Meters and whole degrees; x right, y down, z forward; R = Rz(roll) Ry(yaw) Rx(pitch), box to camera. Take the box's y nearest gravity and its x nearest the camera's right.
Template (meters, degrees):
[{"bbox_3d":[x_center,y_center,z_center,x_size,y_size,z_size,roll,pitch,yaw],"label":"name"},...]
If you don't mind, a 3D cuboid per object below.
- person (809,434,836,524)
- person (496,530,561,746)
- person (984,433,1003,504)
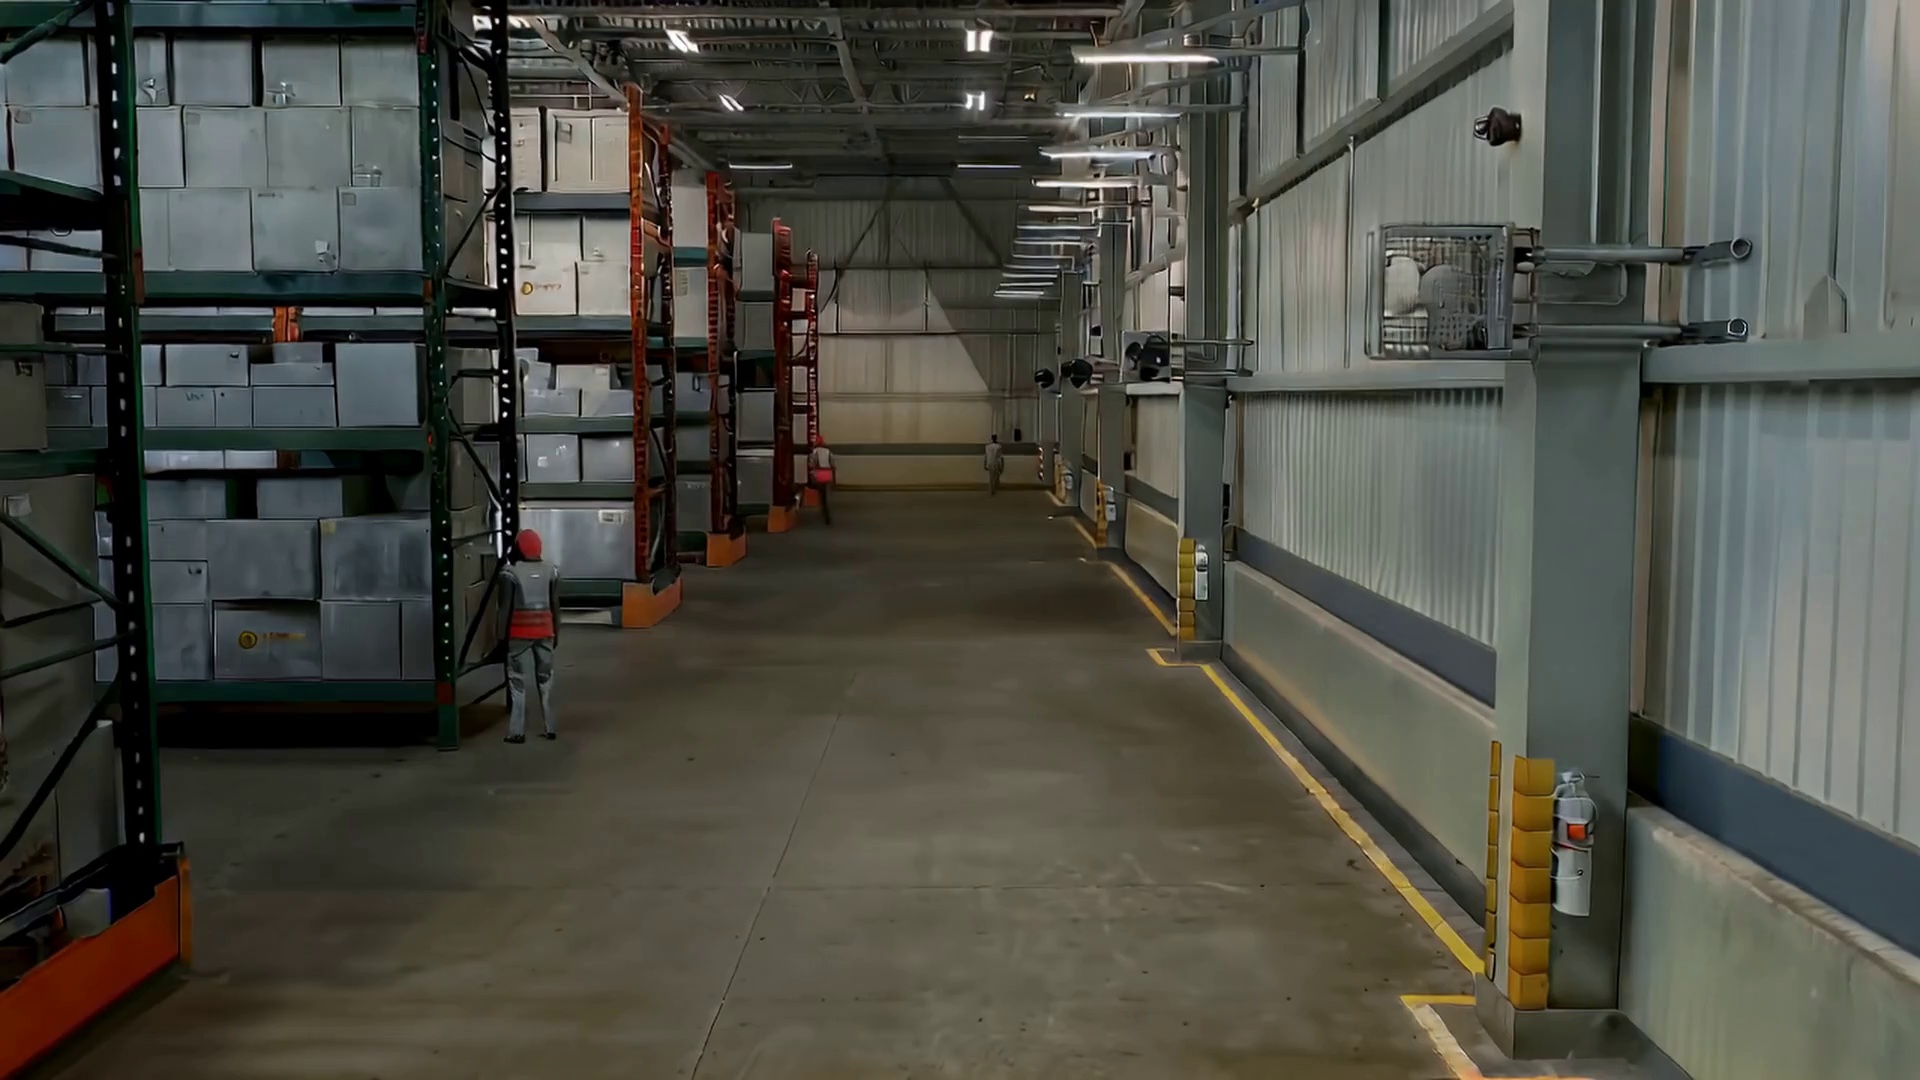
[{"bbox_3d":[-2.890,-1.276,34.604,0.556,1.868,0.965,-3,6,-33],"label":"person"},{"bbox_3d":[-3.244,0.734,12.557,0.524,1.631,0.318,-5,7,-43],"label":"person"},{"bbox_3d":[0.842,-1.767,40.986,0.342,1.750,0.568,-4,6,-38],"label":"person"}]
